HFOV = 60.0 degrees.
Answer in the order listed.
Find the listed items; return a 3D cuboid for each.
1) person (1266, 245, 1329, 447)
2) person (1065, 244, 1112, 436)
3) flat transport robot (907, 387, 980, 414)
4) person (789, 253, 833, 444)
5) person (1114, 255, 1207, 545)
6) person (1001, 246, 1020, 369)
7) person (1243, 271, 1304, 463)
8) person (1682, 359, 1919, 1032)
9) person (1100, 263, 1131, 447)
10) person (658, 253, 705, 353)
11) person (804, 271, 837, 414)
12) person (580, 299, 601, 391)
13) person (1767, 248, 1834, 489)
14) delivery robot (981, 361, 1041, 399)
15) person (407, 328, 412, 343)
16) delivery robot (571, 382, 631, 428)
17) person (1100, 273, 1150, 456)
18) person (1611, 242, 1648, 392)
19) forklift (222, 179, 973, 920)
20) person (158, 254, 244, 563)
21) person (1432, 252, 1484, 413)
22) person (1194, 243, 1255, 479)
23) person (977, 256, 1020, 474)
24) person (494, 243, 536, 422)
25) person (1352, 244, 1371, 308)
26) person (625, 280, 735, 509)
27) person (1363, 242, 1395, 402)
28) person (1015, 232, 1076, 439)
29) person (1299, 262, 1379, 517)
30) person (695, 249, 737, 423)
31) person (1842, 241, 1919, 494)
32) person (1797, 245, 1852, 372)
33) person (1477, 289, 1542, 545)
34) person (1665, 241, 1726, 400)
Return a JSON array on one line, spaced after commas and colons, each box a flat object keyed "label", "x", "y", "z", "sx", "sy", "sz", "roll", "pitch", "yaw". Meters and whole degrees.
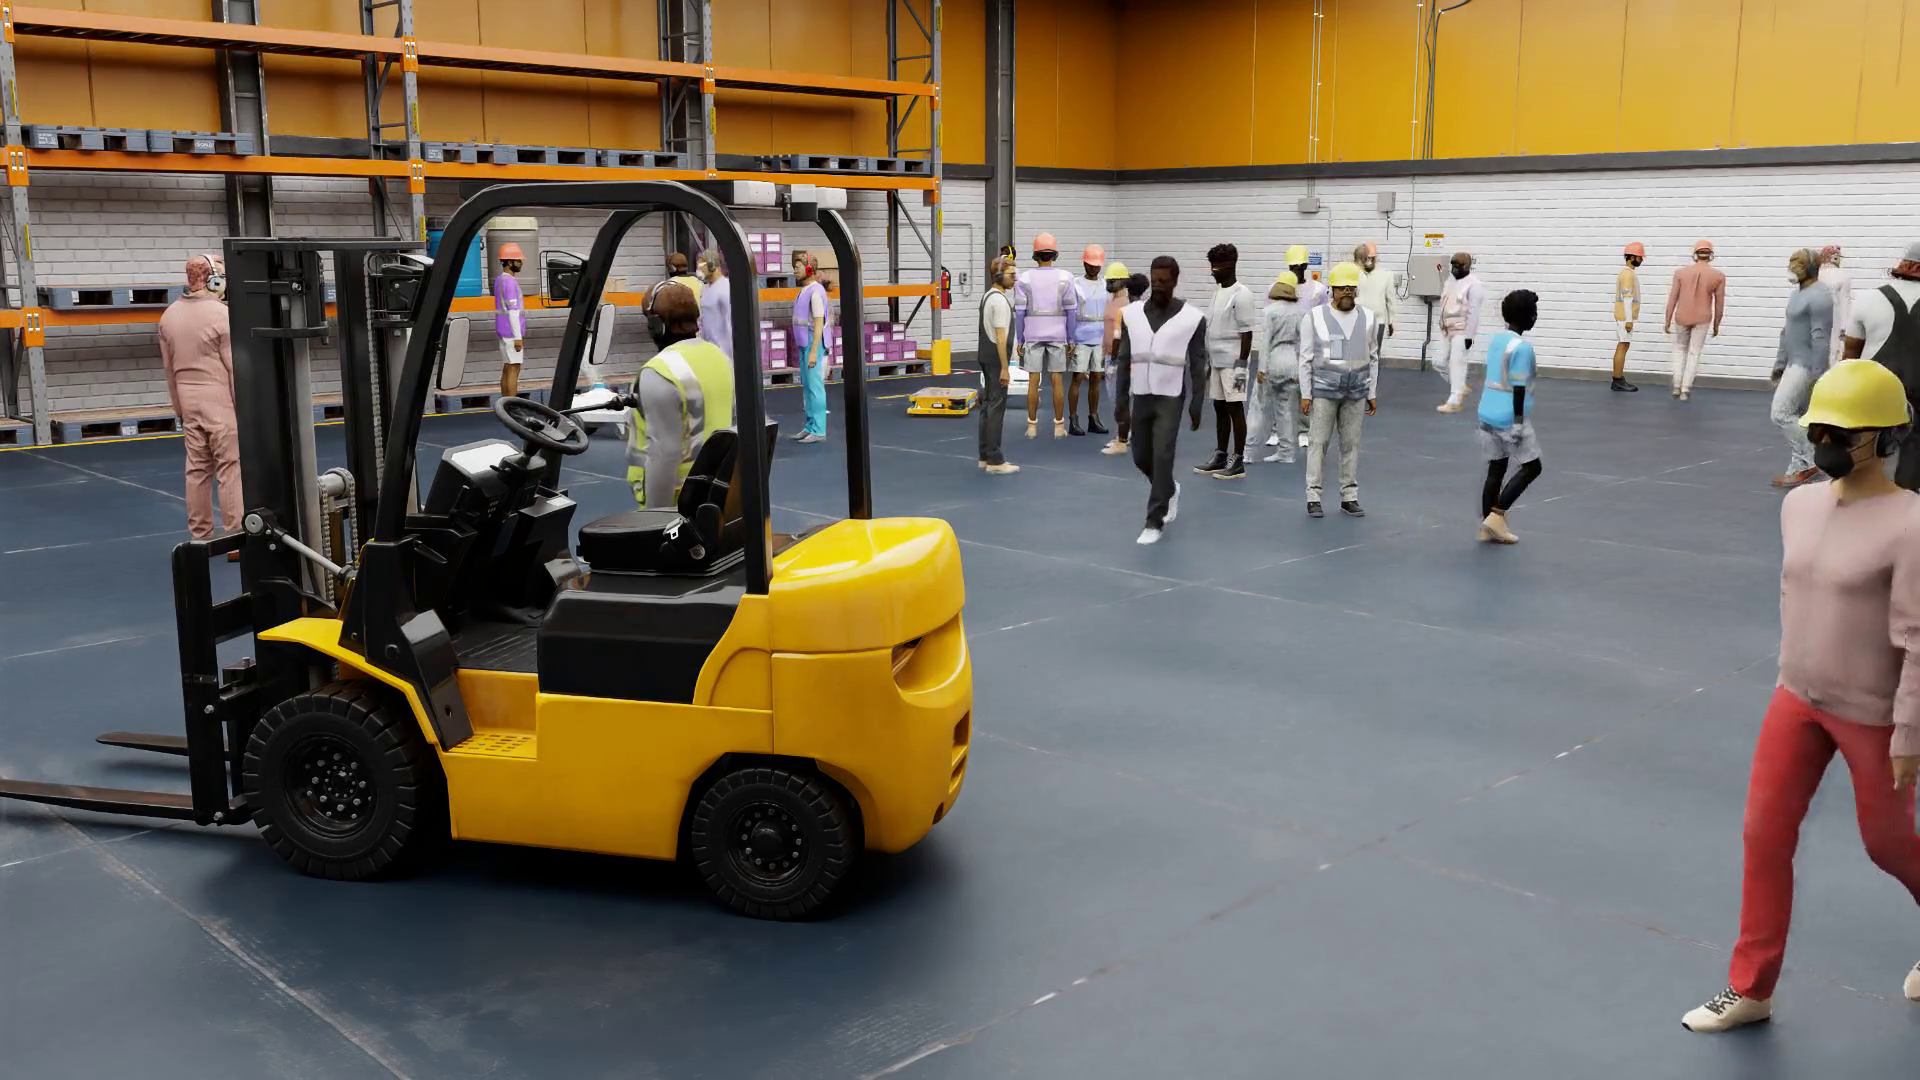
[{"label": "person", "x": 3.211, "y": -1.847, "z": 15.926, "sx": 0.590, "sy": 1.926, "sz": 0.388, "roll": 3, "pitch": 11, "yaw": 18}, {"label": "person", "x": 1.328, "y": -2.023, "z": 16.887, "sx": 0.543, "sy": 1.927, "sz": 0.375, "roll": -5, "pitch": 12, "yaw": -27}, {"label": "flat transport robot", "x": -0.172, "y": -1.605, "z": 19.124, "sx": 0.652, "sy": 0.197, "sz": 1.431, "roll": 1, "pitch": 11, "yaw": 8}, {"label": "person", "x": -1.453, "y": -1.866, "z": 16.250, "sx": 0.389, "sy": 1.847, "sz": 0.566, "roll": -3, "pitch": 11, "yaw": -18}, {"label": "person", "x": 1.357, "y": -0.955, "z": 11.151, "sx": 0.598, "sy": 1.900, "sz": 0.798, "roll": 6, "pitch": 12, "yaw": 30}, {"label": "person", "x": 0.702, "y": -3.337, "z": 24.206, "sx": 0.323, "sy": 1.871, "sz": 0.528, "roll": -4, "pitch": 11, "yaw": -20}, {"label": "person", "x": 2.746, "y": -1.512, "z": 14.699, "sx": 0.620, "sy": 1.707, "sz": 0.382, "roll": -7, "pitch": 13, "yaw": -34}, {"label": "person", "x": 2.307, "y": 0.402, "z": 4.219, "sx": 0.843, "sy": 1.735, "sz": 0.524, "roll": -4, "pitch": 11, "yaw": -19}, {"label": "person", "x": 1.556, "y": -1.769, "z": 16.001, "sx": 0.462, "sy": 1.773, "sz": 0.548, "roll": -4, "pitch": 11, "yaw": -21}, {"label": "person", "x": -2.986, "y": -2.139, "z": 17.771, "sx": 0.429, "sy": 1.838, "sz": 0.621, "roll": 7, "pitch": 13, "yaw": 35}, {"label": "person", "x": -1.581, "y": -2.233, "z": 18.887, "sx": 0.385, "sy": 1.614, "sz": 0.521, "roll": -3, "pitch": 11, "yaw": -15}, {"label": "person", "x": -4.361, "y": -2.334, "z": 19.402, "sx": 0.417, "sy": 1.622, "sz": 0.498, "roll": -10, "pitch": 14, "yaw": -44}, {"label": "person", "x": 6.685, "y": -1.355, "z": 13.257, "sx": 0.431, "sy": 1.925, "sz": 0.638, "roll": 3, "pitch": 11, "yaw": 15}, {"label": "delivery robot", "x": 0.598, "y": -1.848, "z": 19.422, "sx": 0.707, "sy": 0.478, "sz": 0.477, "roll": 1, "pitch": 10, "yaw": 3}, {"label": "person", "x": -5.792, "y": -1.878, "z": 16.867, "sx": 0.519, "sy": 1.645, "sz": 0.307, "roll": 0, "pitch": 10, "yaw": 1}, {"label": "delivery robot", "x": -3.591, "y": -1.330, "z": 16.593, "sx": 0.707, "sy": 0.478, "sz": 0.477, "roll": 1, "pitch": 10, "yaw": 8}, {"label": "person", "x": 1.594, "y": -1.608, "z": 15.292, "sx": 0.624, "sy": 1.677, "sz": 0.322, "roll": -10, "pitch": 14, "yaw": -43}, {"label": "person", "x": 8.705, "y": -2.902, "z": 21.655, "sx": 0.358, "sy": 1.937, "sz": 0.544, "roll": 3, "pitch": 11, "yaw": 17}, {"label": "forklift", "x": -1.114, "y": -0.058, "z": 5.440, "sx": 2.313, "sy": 2.155, "sz": 1.214, "roll": 2, "pitch": 11, "yaw": 13}, {"label": "person", "x": -4.612, "y": -0.811, "z": 10.335, "sx": 0.648, "sy": 1.907, "sz": 0.408, "roll": 5, "pitch": 11, "yaw": 23}, {"label": "person", "x": 5.698, "y": -2.371, "z": 19.030, "sx": 0.433, "sy": 1.830, "sz": 0.654, "roll": -4, "pitch": 11, "yaw": -19}, {"label": "person", "x": 2.221, "y": -1.490, "z": 13.894, "sx": 0.396, "sy": 1.959, "sz": 0.608, "roll": -3, "pitch": 11, "yaw": -17}, {"label": "person", "x": 0.321, "y": -1.482, "z": 14.166, "sx": 0.332, "sy": 1.842, "sz": 0.508, "roll": -2, "pitch": 11, "yaw": -11}, {"label": "person", "x": -4.859, "y": -2.252, "z": 18.106, "sx": 0.356, "sy": 1.937, "sz": 0.552, "roll": -5, "pitch": 12, "yaw": -27}, {"label": "person", "x": 4.795, "y": -2.648, "z": 20.309, "sx": 0.512, "sy": 1.919, "sz": 0.652, "roll": 2, "pitch": 11, "yaw": 9}, {"label": "person", "x": -1.149, "y": -0.137, "z": 6.846, "sx": 0.430, "sy": 1.841, "sz": 0.624, "roll": 3, "pitch": 11, "yaw": 17}, {"label": "person", "x": 4.995, "y": -2.674, "z": 20.415, "sx": 0.631, "sy": 1.928, "sz": 1.041, "roll": 3, "pitch": 11, "yaw": 18}, {"label": "person", "x": 0.847, "y": -2.019, "z": 16.535, "sx": 0.608, "sy": 2.048, "sz": 0.365, "roll": 1, "pitch": 10, "yaw": 4}, {"label": "person", "x": 2.730, "y": -1.074, "z": 11.970, "sx": 0.591, "sy": 1.833, "sz": 0.403, "roll": -1, "pitch": 10, "yaw": -8}, {"label": "person", "x": -2.259, "y": -1.670, "z": 15.045, "sx": 0.913, "sy": 1.887, "sz": 0.643, "roll": -4, "pitch": 11, "yaw": -23}, {"label": "person", "x": 6.315, "y": -1.037, "z": 11.198, "sx": 0.735, "sy": 2.000, "sz": 0.703, "roll": 7, "pitch": 12, "yaw": 32}, {"label": "person", "x": 10.364, "y": -2.572, "z": 19.947, "sx": 0.399, "sy": 1.905, "sz": 0.642, "roll": -7, "pitch": 12, "yaw": -32}, {"label": "person", "x": 3.571, "y": -0.783, "z": 10.798, "sx": 0.369, "sy": 1.684, "sz": 0.533, "roll": -1, "pitch": 10, "yaw": -7}, {"label": "person", "x": 9.089, "y": -2.710, "z": 20.571, "sx": 0.630, "sy": 1.944, "sz": 0.695, "roll": 6, "pitch": 12, "yaw": 31}]
